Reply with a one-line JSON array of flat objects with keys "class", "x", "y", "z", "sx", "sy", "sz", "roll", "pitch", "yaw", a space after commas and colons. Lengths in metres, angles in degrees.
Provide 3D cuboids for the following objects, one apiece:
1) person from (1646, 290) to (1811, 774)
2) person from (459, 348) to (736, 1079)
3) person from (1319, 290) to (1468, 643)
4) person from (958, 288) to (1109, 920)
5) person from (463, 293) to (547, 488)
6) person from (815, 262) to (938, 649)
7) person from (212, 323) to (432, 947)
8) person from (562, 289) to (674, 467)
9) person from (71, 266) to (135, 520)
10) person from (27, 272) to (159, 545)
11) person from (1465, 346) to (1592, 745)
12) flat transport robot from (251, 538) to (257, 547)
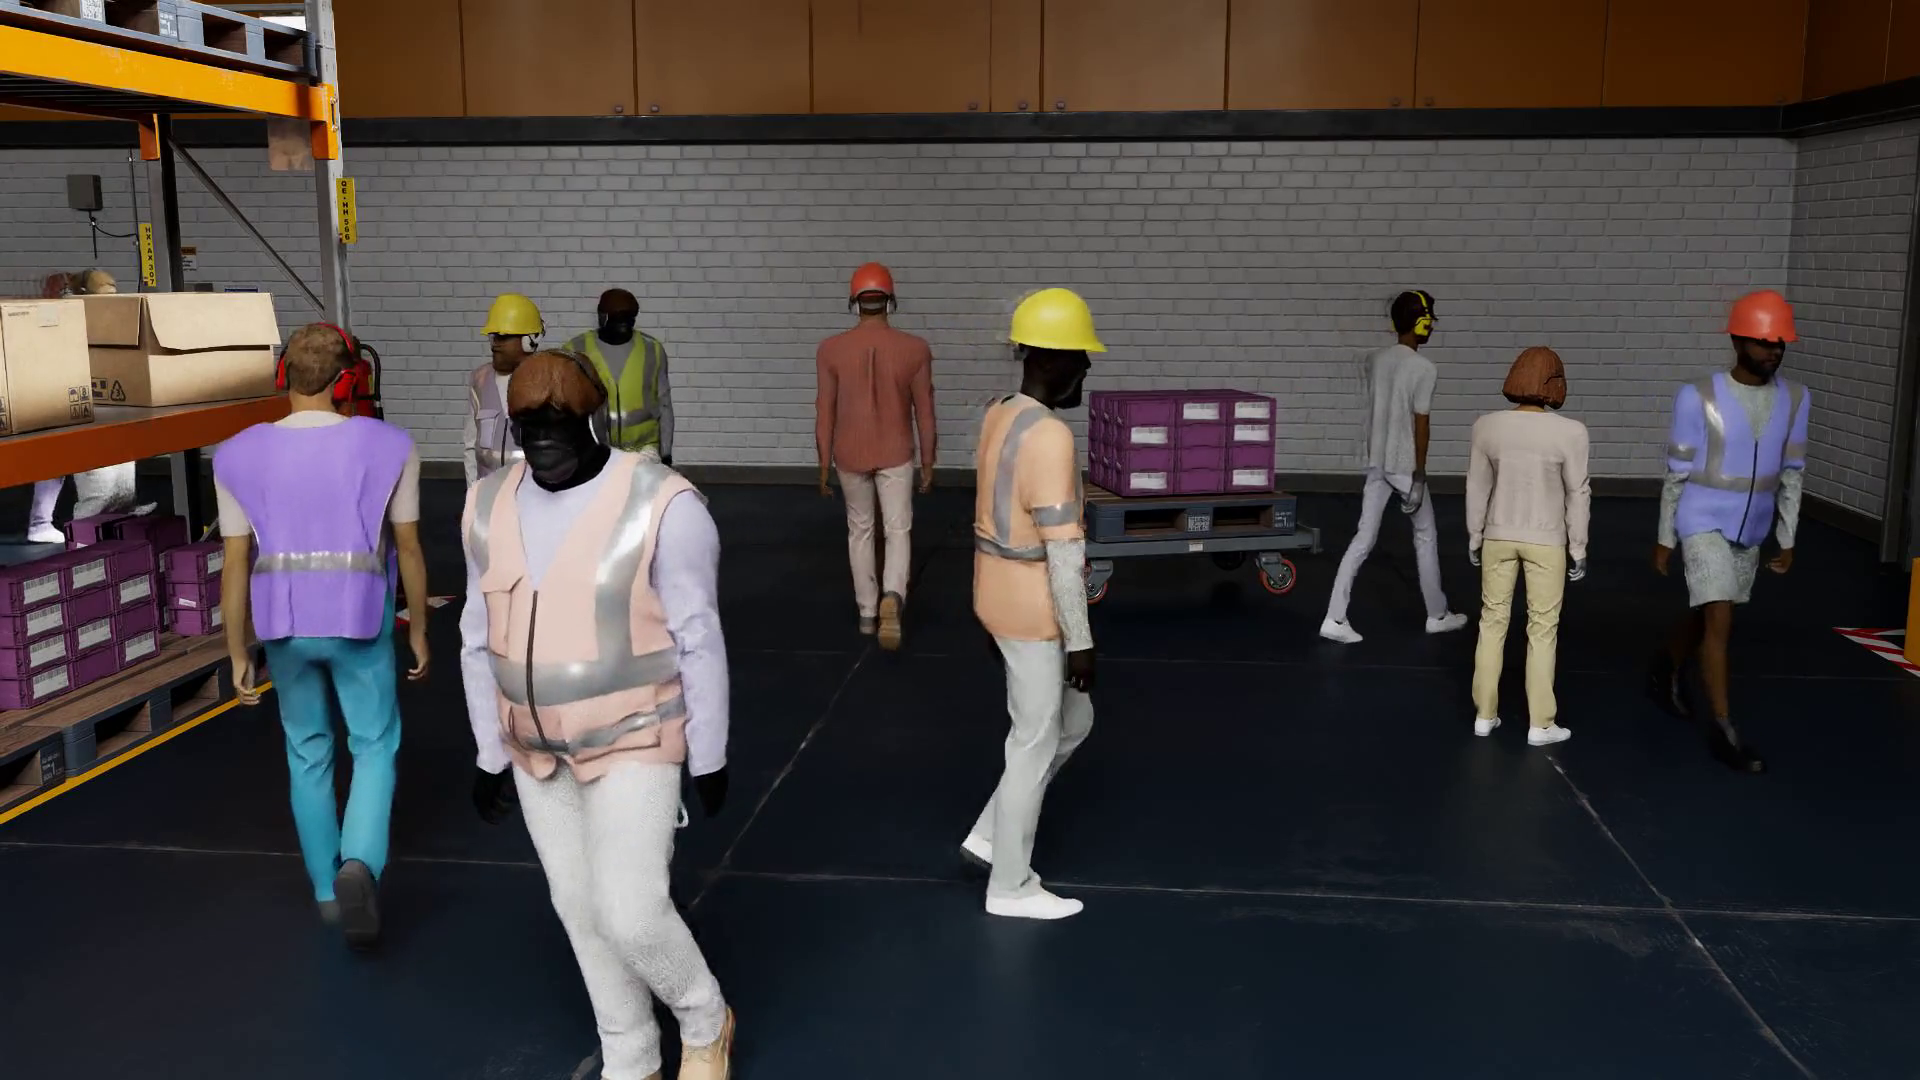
[{"class": "person", "x": 3.100, "y": -0.086, "z": 6.806, "sx": 0.559, "sy": 1.884, "sz": 1.030, "roll": -1, "pitch": 10, "yaw": -6}, {"class": "person", "x": -0.837, "y": 0.471, "z": 3.771, "sx": 0.634, "sy": 1.814, "sz": 0.432, "roll": 4, "pitch": 11, "yaw": 24}, {"class": "person", "x": 2.256, "y": -0.373, "z": 8.587, "sx": 0.975, "sy": 1.828, "sz": 0.513, "roll": -7, "pitch": 12, "yaw": -36}, {"class": "person", "x": 0.241, "y": 0.211, "z": 4.996, "sx": 0.428, "sy": 1.911, "sz": 0.599, "roll": -1, "pitch": 10, "yaw": -7}, {"class": "person", "x": -1.972, "y": -0.195, "z": 7.534, "sx": 0.600, "sy": 1.827, "sz": 0.403, "roll": 2, "pitch": 10, "yaw": 12}, {"class": "person", "x": -0.429, "y": -0.428, "z": 8.497, "sx": 0.627, "sy": 1.966, "sz": 0.871, "roll": 0, "pitch": 10, "yaw": 0}, {"class": "person", "x": -1.829, "y": 0.288, "z": 4.805, "sx": 0.564, "sy": 1.819, "sz": 0.690, "roll": -3, "pitch": 10, "yaw": -14}, {"class": "person", "x": -1.899, "y": -0.487, "z": 9.283, "sx": 0.631, "sy": 1.800, "sz": 0.787, "roll": -2, "pitch": 10, "yaw": -12}, {"class": "person", "x": -4.986, "y": -0.595, "z": 9.584, "sx": 0.427, "sy": 1.941, "sz": 0.636, "roll": -1, "pitch": 10, "yaw": -4}, {"class": "person", "x": -6.106, "y": -0.921, "z": 11.599, "sx": 0.679, "sy": 1.854, "sz": 0.979, "roll": 9, "pitch": 14, "yaw": 43}, {"class": "person", "x": 2.325, "y": 0.025, "z": 6.834, "sx": 0.507, "sy": 1.632, "sz": 0.273, "roll": 8, "pitch": 13, "yaw": 39}, {"class": "flat transport robot", "x": -4.293, "y": 0.143, "z": 10.057, "sx": 0.652, "sy": 0.197, "sz": 1.431, "roll": 4, "pitch": 11, "yaw": 24}]
